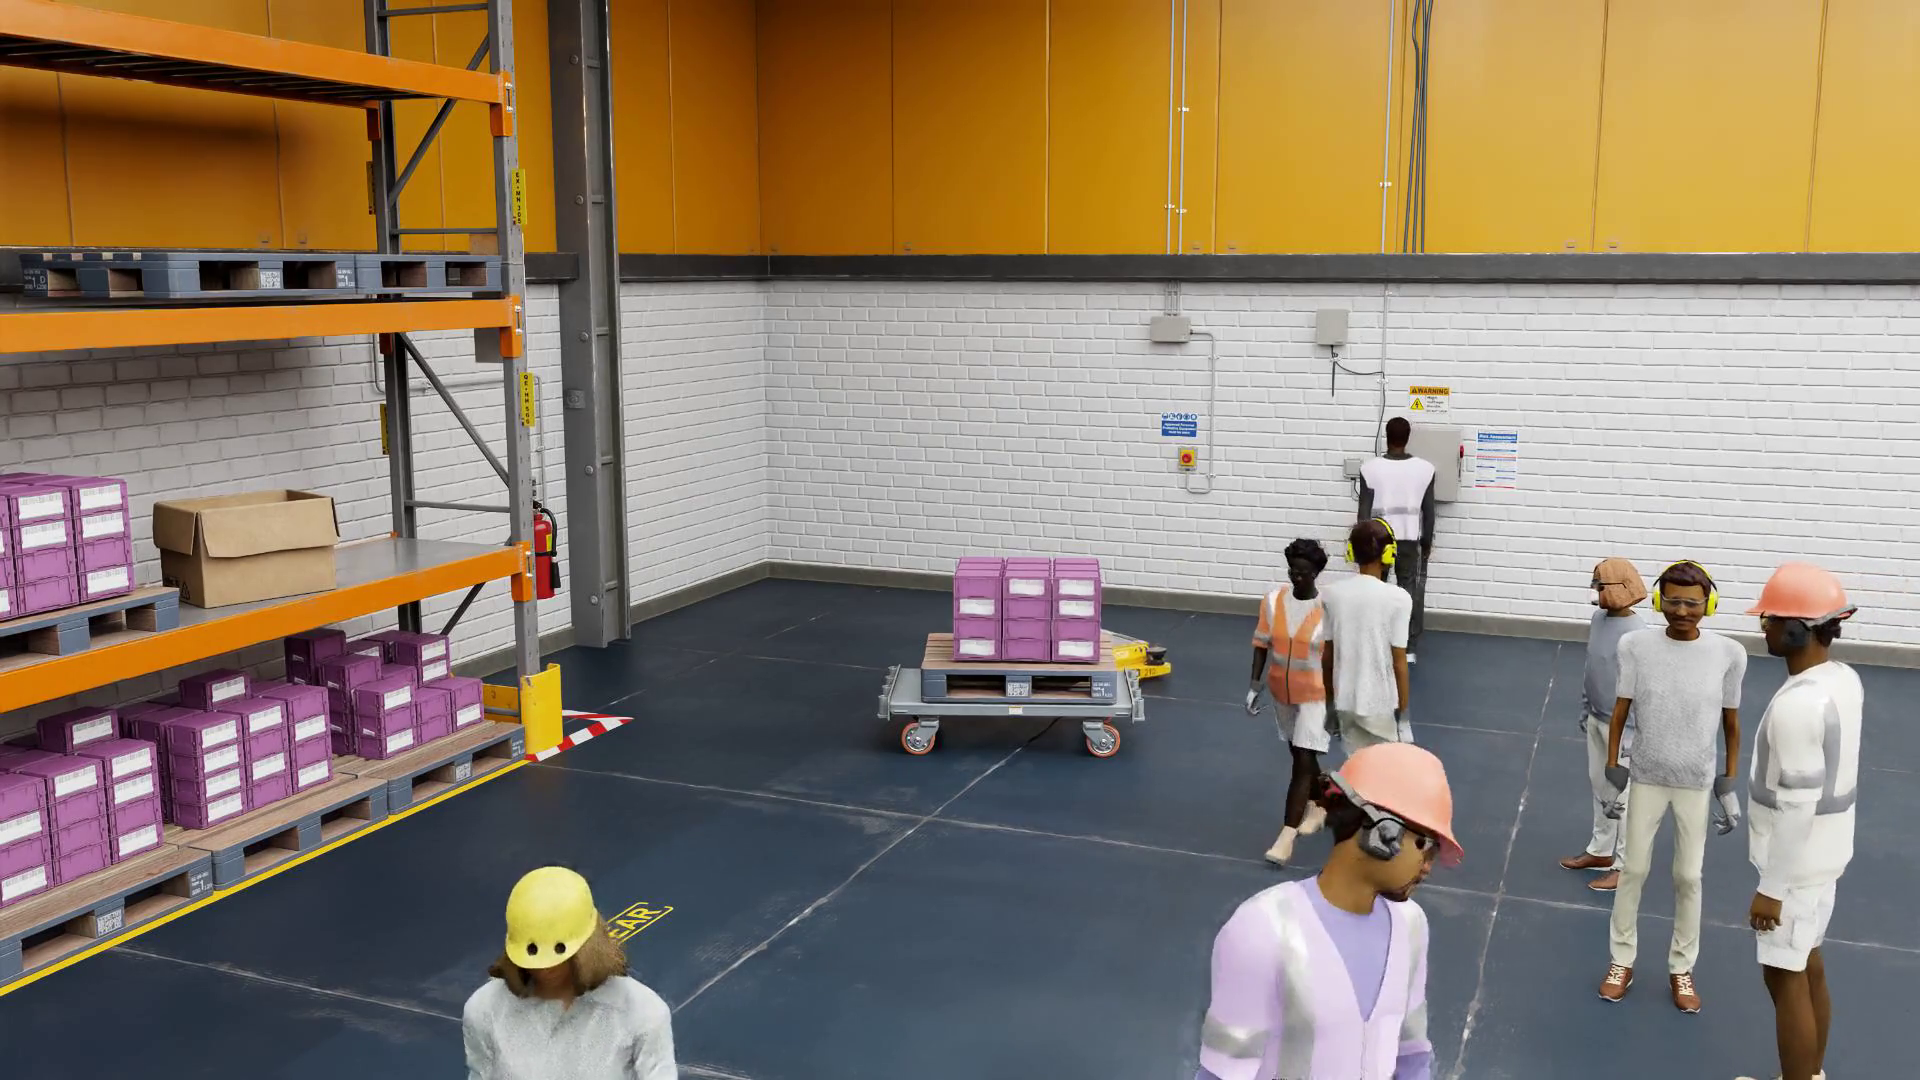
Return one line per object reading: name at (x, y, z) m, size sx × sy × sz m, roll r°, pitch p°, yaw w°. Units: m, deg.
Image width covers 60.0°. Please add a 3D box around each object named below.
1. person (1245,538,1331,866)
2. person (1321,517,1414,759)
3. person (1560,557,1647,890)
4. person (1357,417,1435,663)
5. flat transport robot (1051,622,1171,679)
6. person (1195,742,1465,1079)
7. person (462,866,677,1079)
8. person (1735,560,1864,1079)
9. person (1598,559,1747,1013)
person at (1.751, 0.800, 8.594) m, size 0.534 × 1.651 × 0.833 m, roll 9°, pitch 13°, yaw 44°
person at (1.941, 0.820, 7.920) m, size 0.414 × 1.837 × 0.553 m, roll -9°, pitch 13°, yaw -42°
person at (3.177, 0.889, 8.123) m, size 0.269 × 1.632 × 0.505 m, roll -1°, pitch 9°, yaw -5°
person at (3.377, -0.022, 12.941) m, size 0.614 × 1.873 × 0.915 m, roll 0°, pitch 9°, yaw 2°
flat transport robot at (0.887, 0.826, 12.630) m, size 0.652 × 0.197 × 1.431 m, roll -6°, pitch 11°, yaw -33°
person at (0.792, 1.439, 3.751) m, size 0.719 × 1.990 × 0.411 m, roll -5°, pitch 11°, yaw -30°
person at (-0.885, 1.561, 3.826) m, size 0.515 × 1.691 × 0.826 m, roll 0°, pitch 9°, yaw -3°
person at (2.844, 1.082, 5.724) m, size 0.390 × 2.041 × 0.614 m, roll 8°, pitch 12°, yaw 39°
person at (2.903, 0.995, 6.787) m, size 0.534 × 1.864 × 0.309 m, roll 4°, pitch 10°, yaw 22°
